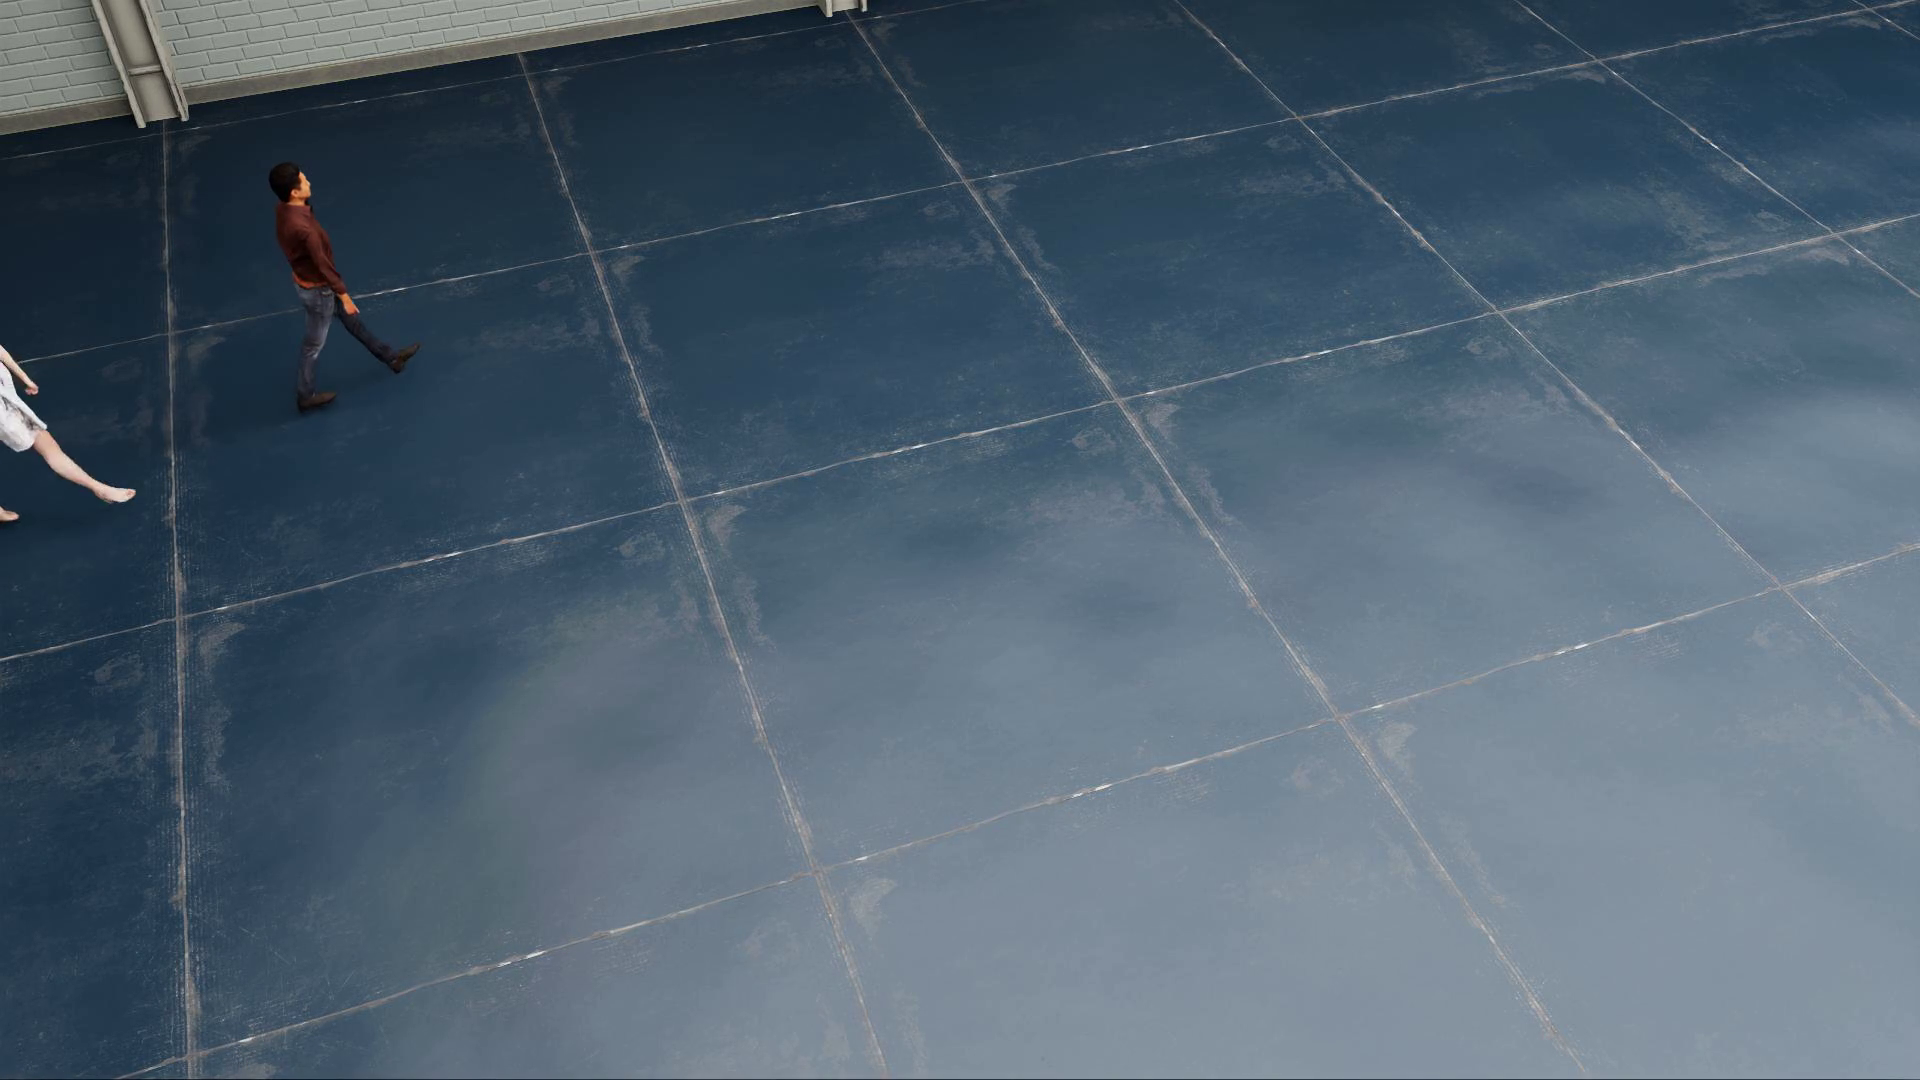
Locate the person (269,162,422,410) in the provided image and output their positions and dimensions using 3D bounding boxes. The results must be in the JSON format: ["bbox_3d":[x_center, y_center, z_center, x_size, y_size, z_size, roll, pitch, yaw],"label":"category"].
[{"bbox_3d":[-4.184,-1.559,10.617,1.186,1.729,0.839,-23,48,-23],"label":"person"}]

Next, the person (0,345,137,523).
[{"bbox_3d":[-5.764,-0.763,9.768,1.216,1.724,0.777,-6,43,-6],"label":"person"}]
